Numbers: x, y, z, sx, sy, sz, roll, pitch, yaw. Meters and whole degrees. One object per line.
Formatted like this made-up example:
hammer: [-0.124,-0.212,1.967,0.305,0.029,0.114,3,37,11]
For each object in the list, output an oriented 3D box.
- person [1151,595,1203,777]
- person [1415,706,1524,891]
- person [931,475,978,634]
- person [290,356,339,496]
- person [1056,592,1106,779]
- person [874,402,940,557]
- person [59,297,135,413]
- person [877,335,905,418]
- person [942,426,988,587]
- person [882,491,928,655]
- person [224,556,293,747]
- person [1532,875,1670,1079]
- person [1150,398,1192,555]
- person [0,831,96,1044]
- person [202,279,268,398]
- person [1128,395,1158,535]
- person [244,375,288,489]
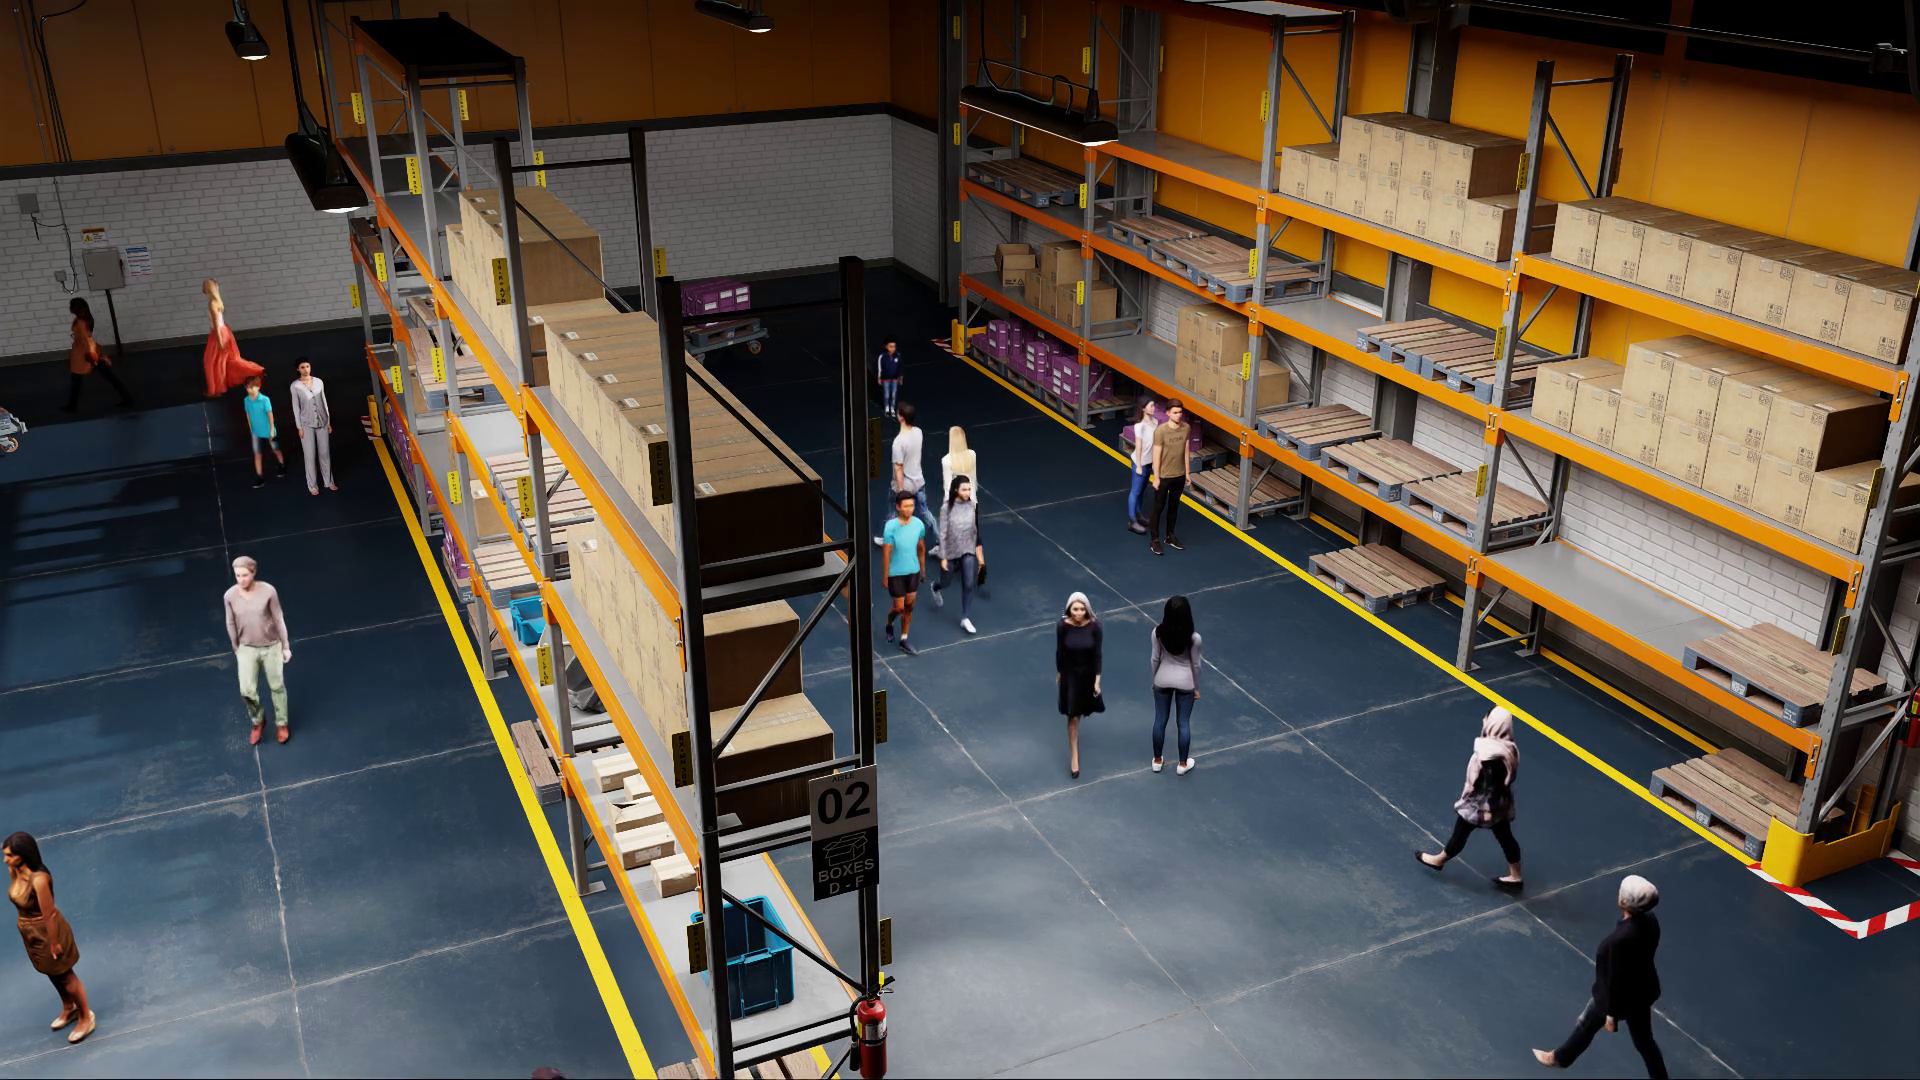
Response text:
person: [1.907,1.287,14.789,0.682,1.736,0.736,8,25,17]
person: [4.274,2.080,13.158,1.191,1.589,1.034,13,27,28]
person: [-0.063,0.108,17.511,0.623,1.718,0.967,-9,25,-20]
person: [-8.190,-1.462,21.031,0.654,1.774,0.644,-21,31,-40]
person: [1.060,1.234,14.926,0.845,1.724,1.065,0,24,-1]
person: [-0.511,-0.648,19.081,1.326,1.843,1.026,18,30,36]
person: [-12.367,-2.620,23.821,0.869,1.661,1.192,-6,24,-14]
person: [-1.007,-2.360,23.783,0.558,1.216,0.514,-6,24,-13]
person: [0.063,-0.334,18.382,0.580,1.828,1.108,-11,26,-23]
person: [-0.631,0.305,16.995,0.649,1.768,0.682,-12,26,-26]
person: [-6.440,0.970,15.360,0.731,1.859,0.704,-6,24,-14]
person: [4.219,2.866,10.288,0.802,1.718,1.178,-14,27,-30]
person: [2.440,-0.769,19.349,0.662,1.851,0.561,-12,26,-25]
person: [-6.340,2.739,11.533,0.600,1.684,0.700,15,28,31]
person: [-10.749,-2.954,24.448,0.855,1.771,1.142,-5,24,-12]
person: [2.181,-0.920,19.902,0.723,1.684,0.682,10,26,23]
person: [-8.936,-1.438,21.419,0.796,1.420,1.016,1,24,1]
